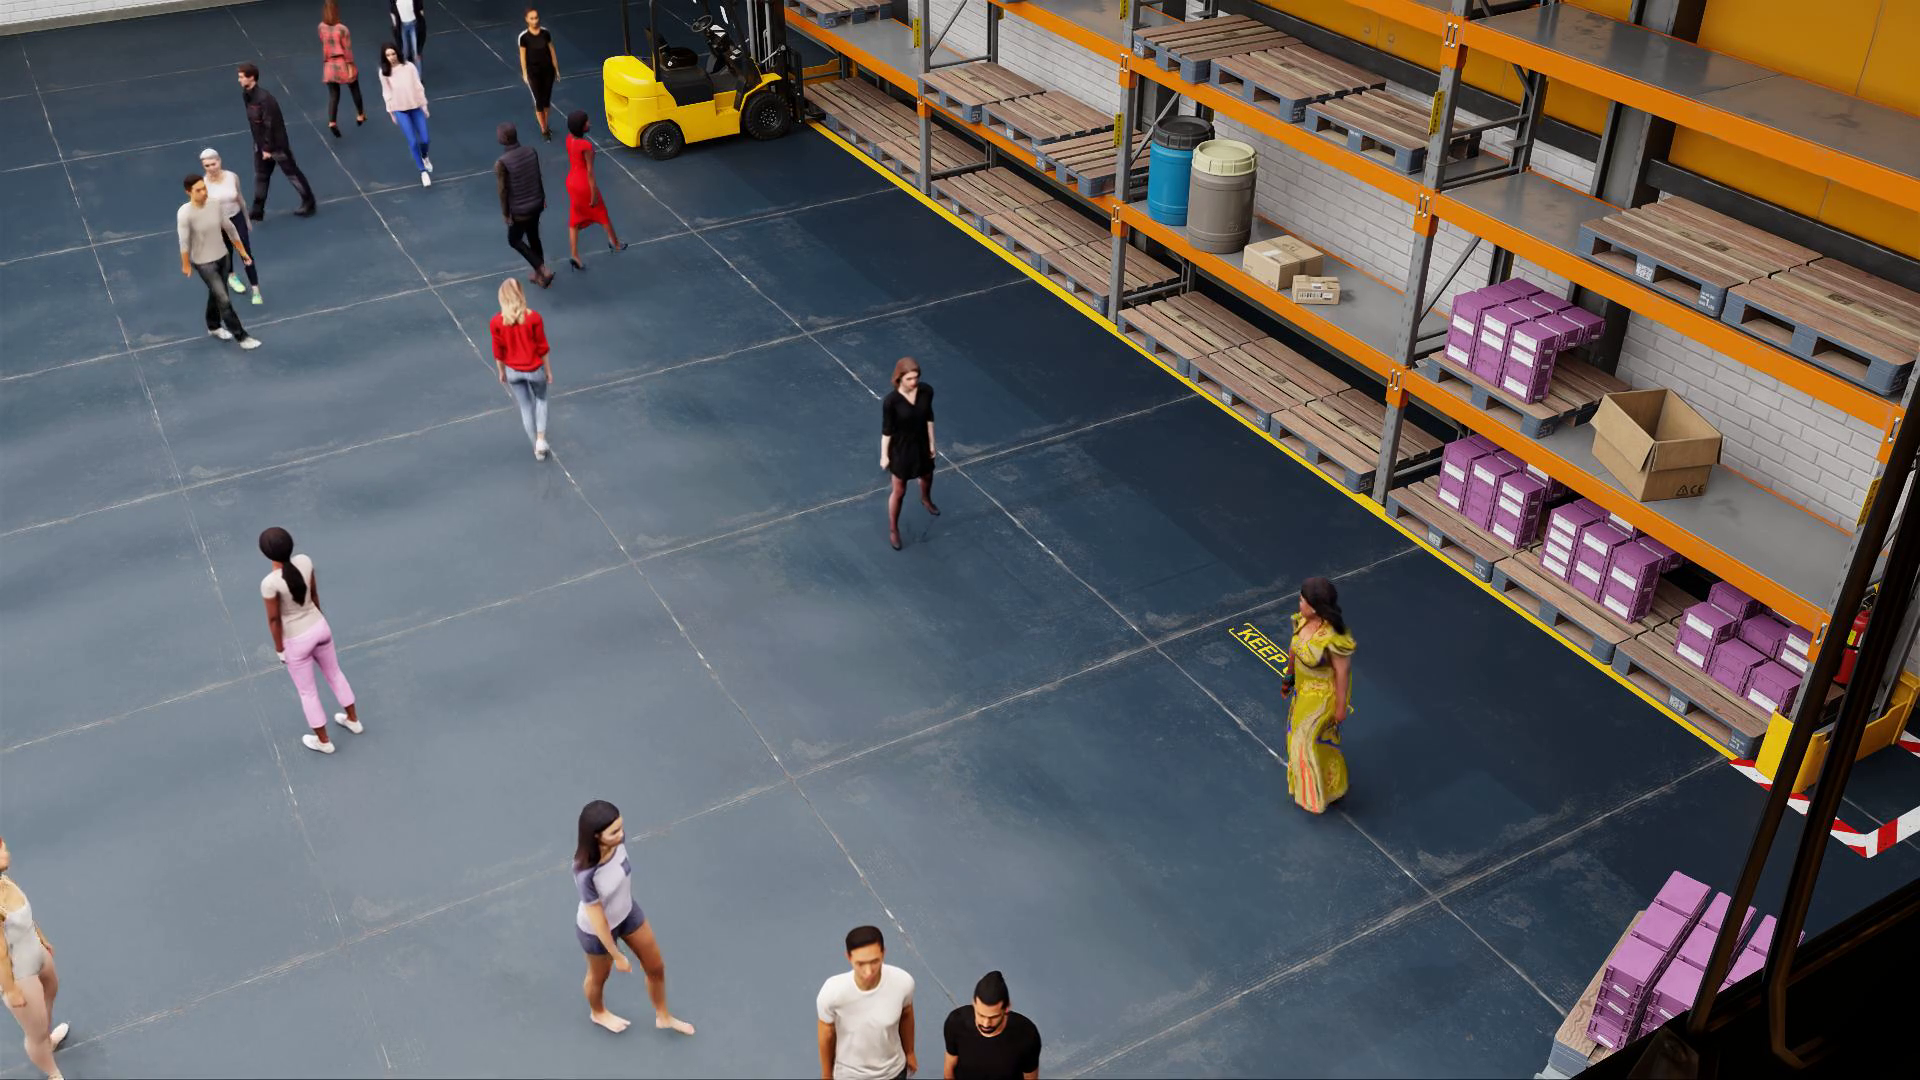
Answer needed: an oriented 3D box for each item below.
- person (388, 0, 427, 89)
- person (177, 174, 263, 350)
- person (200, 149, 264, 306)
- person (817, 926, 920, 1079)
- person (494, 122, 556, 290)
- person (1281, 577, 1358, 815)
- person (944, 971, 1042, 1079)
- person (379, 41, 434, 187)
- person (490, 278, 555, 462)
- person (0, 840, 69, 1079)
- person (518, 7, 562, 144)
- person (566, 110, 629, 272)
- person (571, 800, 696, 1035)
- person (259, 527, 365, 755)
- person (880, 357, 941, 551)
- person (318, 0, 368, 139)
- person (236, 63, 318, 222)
[{"bbox_3d":[-7.540,-7.028,22.753,0.733,1.668,0.822,-7,34,-10],"label":"person"},{"bbox_3d":[-7.369,-2.743,16.212,1.153,1.772,1.008,14,36,21],"label":"person"},{"bbox_3d":[-7.538,-3.254,17.087,0.682,1.655,1.171,-24,41,-32],"label":"person"},{"bbox_3d":[-0.455,2.565,8.197,0.689,1.804,0.615,-10,35,-14],"label":"person"},{"bbox_3d":[-4.455,-3.393,17.145,0.996,1.823,0.898,28,43,35],"label":"person"},{"bbox_3d":[2.351,0.989,10.727,1.037,1.629,0.801,-19,38,-26],"label":"person"},{"bbox_3d":[0.155,2.713,8.020,0.694,1.755,0.741,6,34,9],"label":"person"},{"bbox_3d":[-6.571,-5.096,19.781,0.700,1.739,0.777,-15,37,-22],"label":"person"},{"bbox_3d":[-3.731,-1.409,14.273,0.695,1.697,0.673,-7,34,-11],"label":"person"},{"bbox_3d":[-4.972,2.304,8.763,0.834,1.613,0.545,-1,34,-2],"label":"person"},{"bbox_3d":[-5.378,-5.967,21.176,0.609,1.646,0.796,-21,39,-28],"label":"person"},{"bbox_3d":[-4.073,-3.674,17.667,1.044,1.713,0.923,21,39,29],"label":"person"},{"bbox_3d":[-1.984,2.063,9.038,0.964,1.710,0.855,15,36,21],"label":"person"},{"bbox_3d":[-4.375,0.654,11.134,0.685,1.737,0.658,17,37,23],"label":"person"},{"bbox_3d":[-0.425,-0.716,13.237,0.779,1.691,0.680,-18,38,-25],"label":"person"},{"bbox_3d":[-7.921,-5.929,21.109,1.020,1.658,1.217,3,34,4],"label":"person"},{"bbox_3d":[-7.705,-4.504,18.844,1.169,1.791,1.089,21,39,28],"label":"person"}]
